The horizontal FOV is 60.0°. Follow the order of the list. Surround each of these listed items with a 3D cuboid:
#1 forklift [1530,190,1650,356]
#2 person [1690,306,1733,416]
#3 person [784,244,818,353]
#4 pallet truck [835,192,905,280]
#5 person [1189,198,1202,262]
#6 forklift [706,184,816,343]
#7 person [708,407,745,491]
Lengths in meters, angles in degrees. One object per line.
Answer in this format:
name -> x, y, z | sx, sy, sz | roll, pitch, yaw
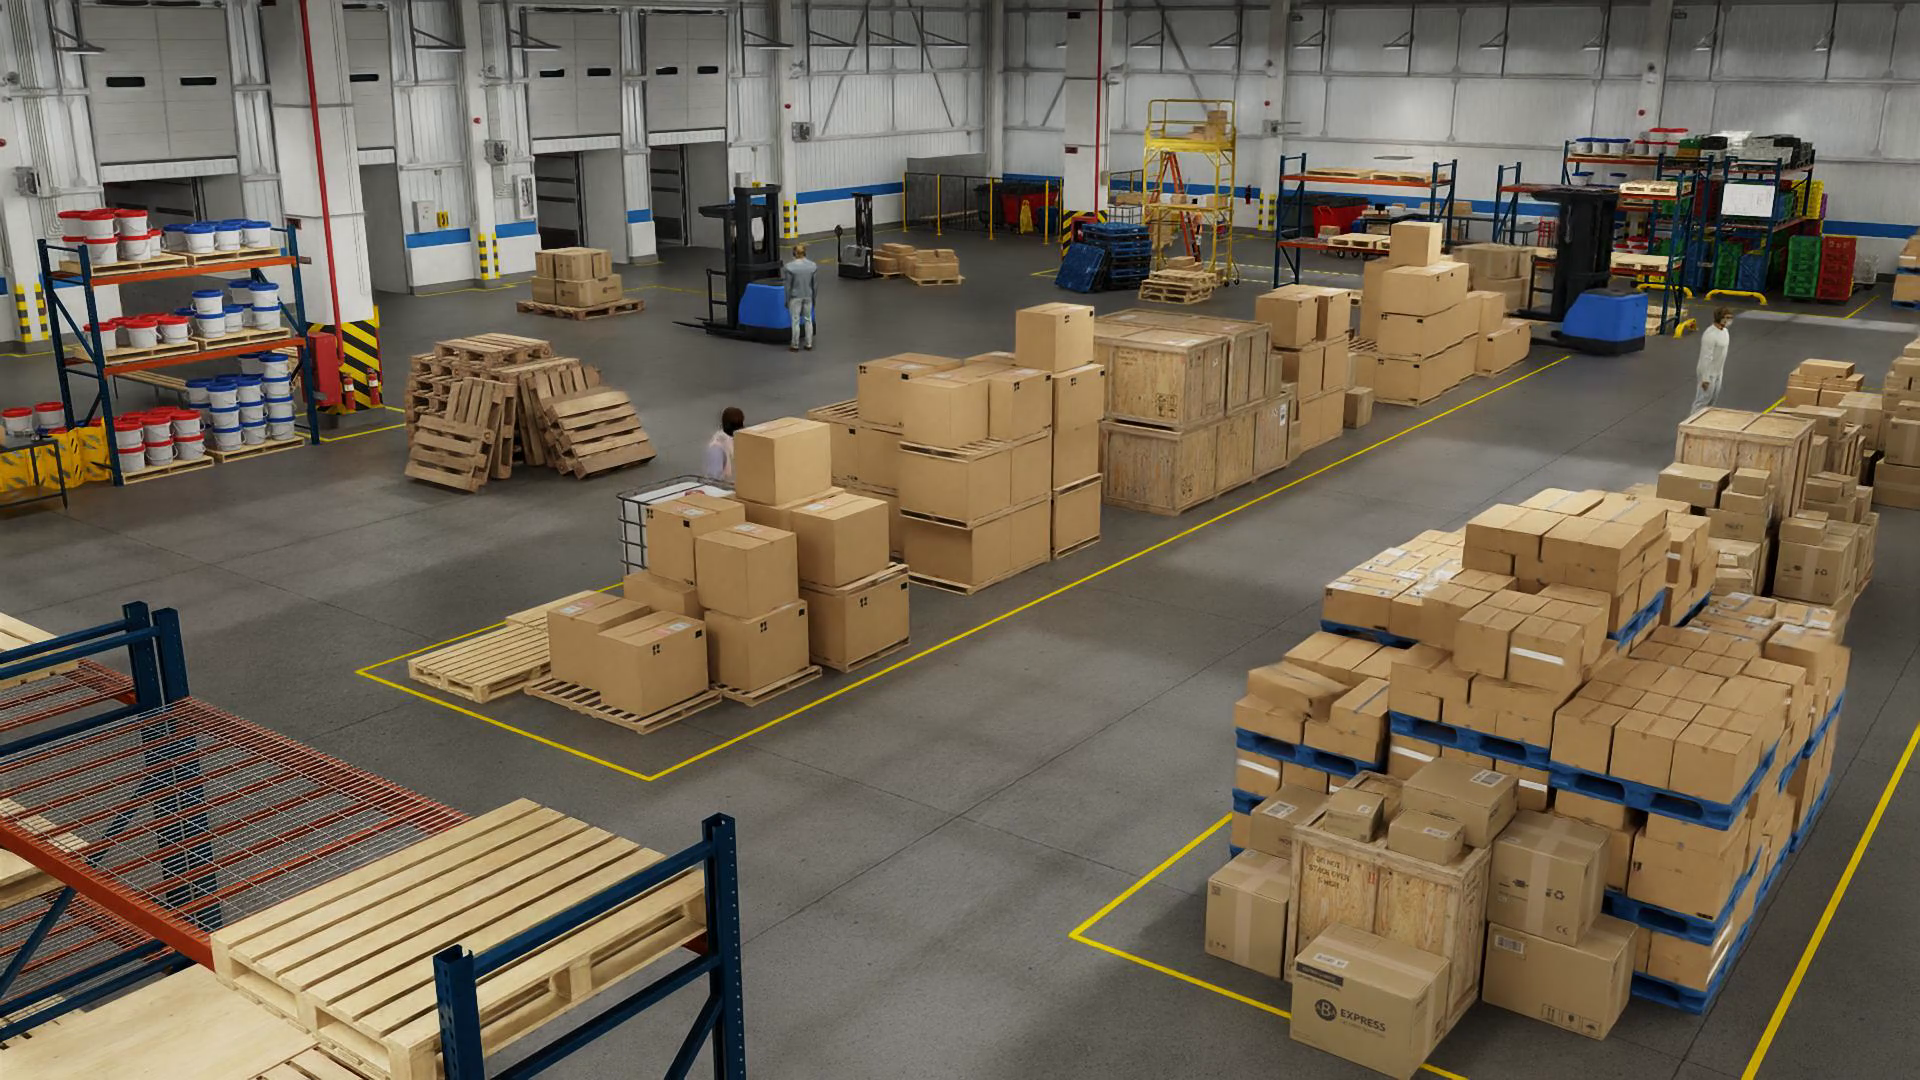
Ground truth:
forklift -> 11.275, -4.813, 29.712 | 1.129, 2.768, 1.873 | -13, 21, -36
person -> 10.351, -2.266, 22.908 | 0.378, 1.930, 0.625 | 15, 22, 40
person -> -2.837, -4.310, 29.679 | 0.635, 1.929, 0.387 | -9, 19, -27
pallet truck -> -1.936, -7.159, 38.982 | 1.885, 1.965, 0.823 | -12, 21, -34
person -> 5.721, -7.459, 40.489 | 0.316, 1.696, 0.541 | -2, 17, -7
forklift -> -3.717, -5.181, 30.929 | 1.873, 2.768, 1.129 | 12, 21, 35
person -> -2.451, -0.537, 17.406 | 0.841, 1.805, 0.661 | 7, 18, 23
